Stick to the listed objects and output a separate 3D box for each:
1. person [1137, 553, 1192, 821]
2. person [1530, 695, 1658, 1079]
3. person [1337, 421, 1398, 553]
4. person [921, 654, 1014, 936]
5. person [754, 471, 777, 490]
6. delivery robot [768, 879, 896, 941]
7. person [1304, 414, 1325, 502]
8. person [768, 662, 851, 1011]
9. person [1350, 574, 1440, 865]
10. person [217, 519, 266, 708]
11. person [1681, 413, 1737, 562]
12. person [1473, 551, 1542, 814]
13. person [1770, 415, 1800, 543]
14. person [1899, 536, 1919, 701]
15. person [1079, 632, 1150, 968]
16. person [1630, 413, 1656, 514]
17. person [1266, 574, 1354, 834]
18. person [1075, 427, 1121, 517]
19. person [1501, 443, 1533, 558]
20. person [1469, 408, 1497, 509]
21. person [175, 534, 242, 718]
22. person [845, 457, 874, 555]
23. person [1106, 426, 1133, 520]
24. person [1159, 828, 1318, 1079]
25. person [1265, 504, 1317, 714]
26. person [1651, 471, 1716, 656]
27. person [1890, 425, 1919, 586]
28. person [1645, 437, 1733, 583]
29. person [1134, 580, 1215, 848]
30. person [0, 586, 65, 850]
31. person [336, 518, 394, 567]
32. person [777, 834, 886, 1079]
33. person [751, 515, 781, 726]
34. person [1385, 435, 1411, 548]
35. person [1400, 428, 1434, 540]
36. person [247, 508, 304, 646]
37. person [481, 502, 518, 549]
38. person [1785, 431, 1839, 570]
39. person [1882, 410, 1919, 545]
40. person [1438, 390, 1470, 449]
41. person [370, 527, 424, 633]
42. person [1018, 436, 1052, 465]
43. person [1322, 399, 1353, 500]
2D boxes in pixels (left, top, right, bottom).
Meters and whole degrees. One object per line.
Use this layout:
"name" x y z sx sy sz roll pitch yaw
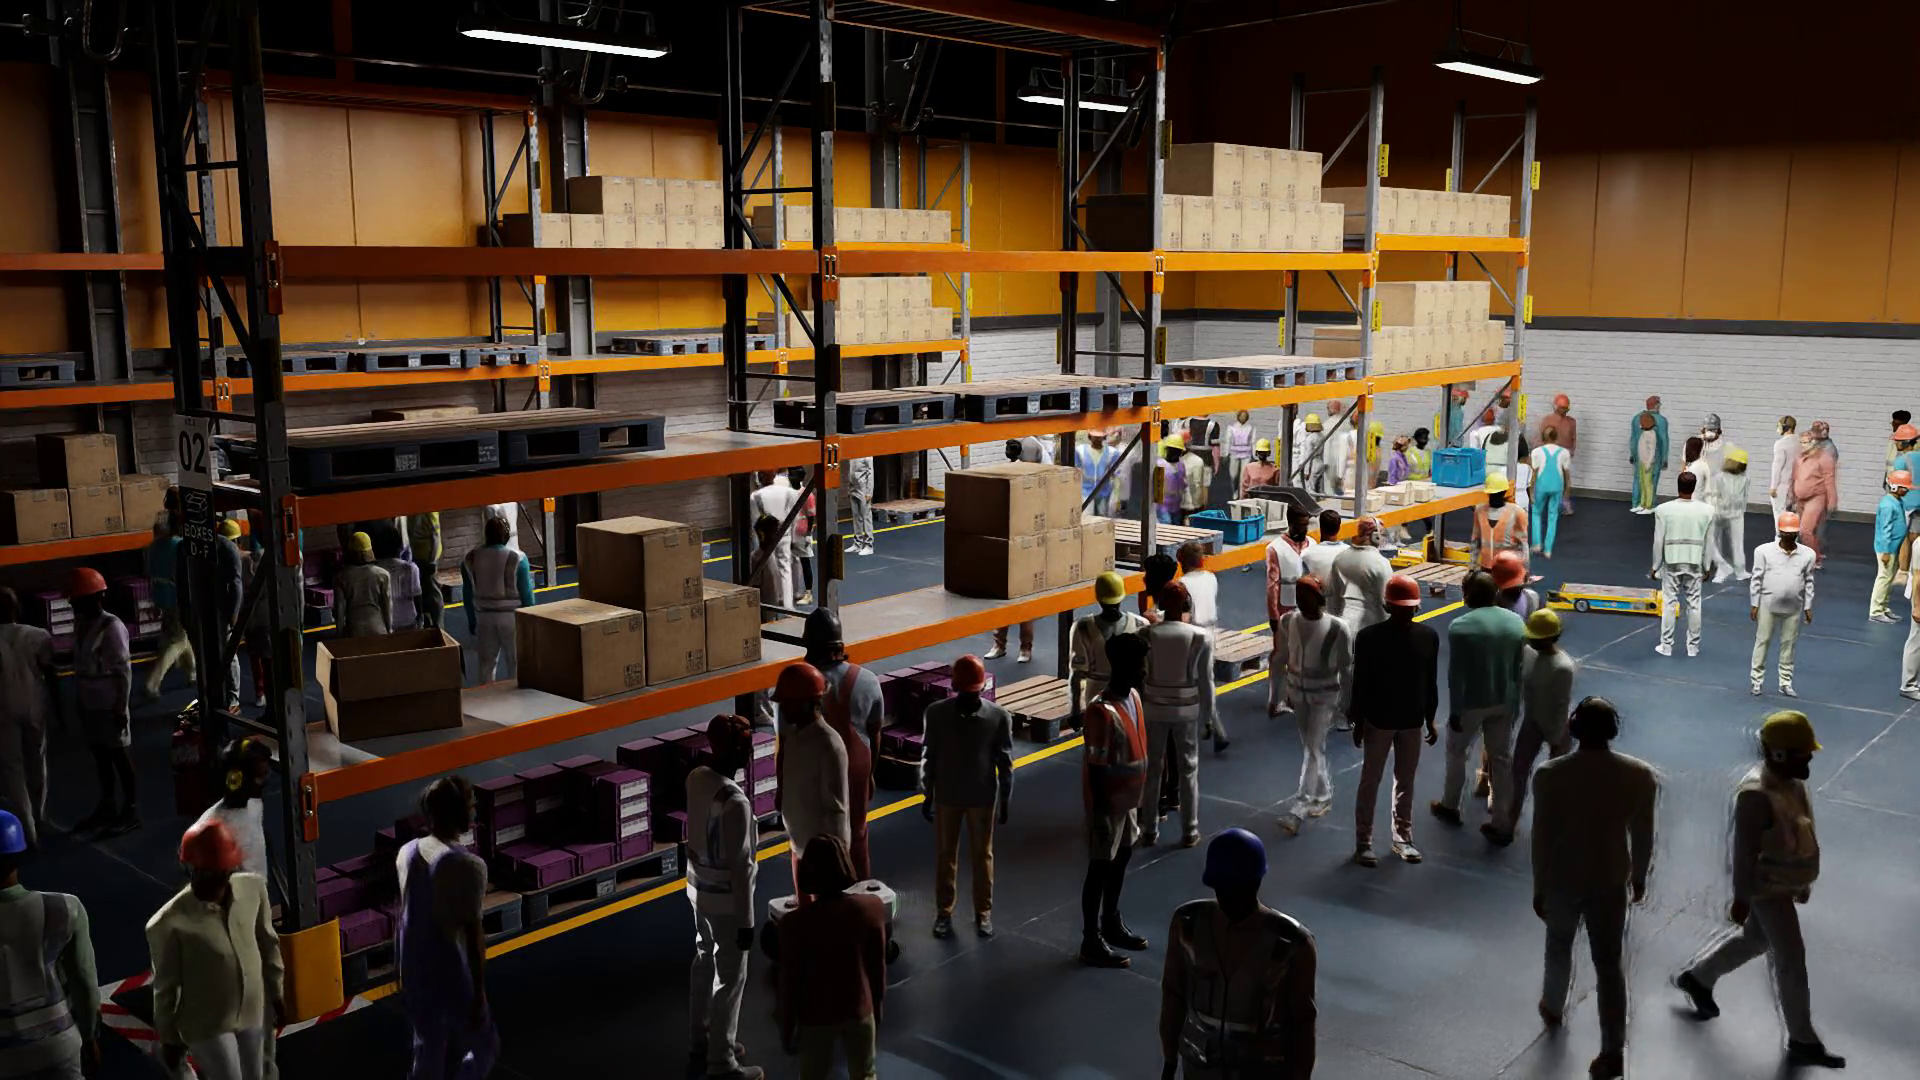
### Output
"person" 1.458 1.065 12.146 0.365 1.965 0.608 6 11 32
"person" 3.204 1.725 8.447 0.641 1.901 1.013 1 10 6
"person" 5.693 -0.750 23.346 0.625 1.852 1.018 -8 12 -39
"person" 0.043 1.532 10.040 0.566 1.739 0.347 1 10 5
"person" -2.449 -0.394 21.146 0.333 1.872 0.515 7 12 36
"delivery robot" -0.729 2.150 9.583 0.707 0.478 0.477 -5 10 -28
"person" 5.436 -1.080 25.660 0.320 1.737 0.486 9 13 43
"person" -0.789 1.616 8.811 0.414 1.985 0.635 -5 11 -29
"person" 2.939 1.207 11.212 0.618 1.993 0.396 -2 10 -9
"person" -6.578 0.674 15.115 0.519 1.755 0.358 -2 10 -12
"person" 10.141 -0.724 22.605 0.679 2.000 0.535 6 11 33
"person" 4.012 1.030 12.313 0.693 1.988 0.578 -6 11 -31
"person" 11.563 -0.779 23.281 0.627 1.930 0.370 -6 11 -32
"person" 9.011 0.579 15.447 0.560 1.836 0.394 -5 11 -27
"person" 0.904 1.488 9.663 0.375 1.959 0.608 5 11 28
"person" 11.062 -1.231 26.844 0.278 1.633 0.498 1 10 5
"person" 2.473 1.166 11.929 0.587 1.835 0.972 9 13 42
"person" 1.785 -0.570 21.759 0.629 2.007 0.811 0 10 3
"person" 7.332 -0.454 22.016 0.535 1.697 0.322 -5 11 -29
"person" 8.081 -1.102 25.465 0.575 1.853 0.935 3 10 16
"person" -6.672 0.639 14.777 0.630 1.940 0.372 2 10 12
"person" -1.406 -0.662 23.123 0.313 1.743 0.493 -8 12 -40
"person" 2.098 -0.607 22.361 0.441 1.888 0.663 -2 10 -12
"person" 1.055 2.036 6.408 0.612 1.946 0.405 5 11 27
"person" 2.984 0.615 15.024 0.598 1.908 0.410 -7 12 -36
"person" 7.450 0.249 17.159 0.588 1.920 0.398 2 10 14
"person" 11.900 -0.439 20.973 0.621 2.030 0.450 -6 11 -31
"person" 9.327 -0.386 21.090 0.951 1.875 0.589 2 10 9
"person" 1.463 1.210 11.559 0.594 1.877 0.353 2 10 11
"person" -6.644 1.214 11.706 0.548 1.809 0.911 -7 12 -35
"person" -6.349 0.058 17.936 0.538 2.000 0.684 7 12 37
"person" -0.550 2.067 7.192 0.505 1.628 0.275 -4 10 -25
"person" -1.703 0.701 14.675 0.336 1.863 0.591 2 10 12
"person" 6.181 -0.670 23.507 0.317 1.631 0.520 6 11 31
"person" 6.665 -0.800 24.163 0.549 1.665 0.682 -3 10 -17
"person" -7.155 0.206 17.431 0.390 1.916 0.587 8 12 38
"person" -4.869 0.159 17.602 0.373 1.958 0.598 1 10 7
"person" 11.097 -0.485 21.712 0.678 1.865 0.702 -2 10 -11
"person" 13.482 -0.897 23.895 0.377 1.959 0.605 0 10 0
"person" 8.399 -1.644 28.380 0.555 1.954 0.660 -1 10 -3
"person" -5.091 0.711 15.104 0.565 1.683 0.419 2 10 12
"person" 1.032 -0.811 23.128 0.536 2.000 0.687 0 10 -1
"person" 6.053 -1.293 26.489 0.661 1.888 0.649 -7 12 -37
